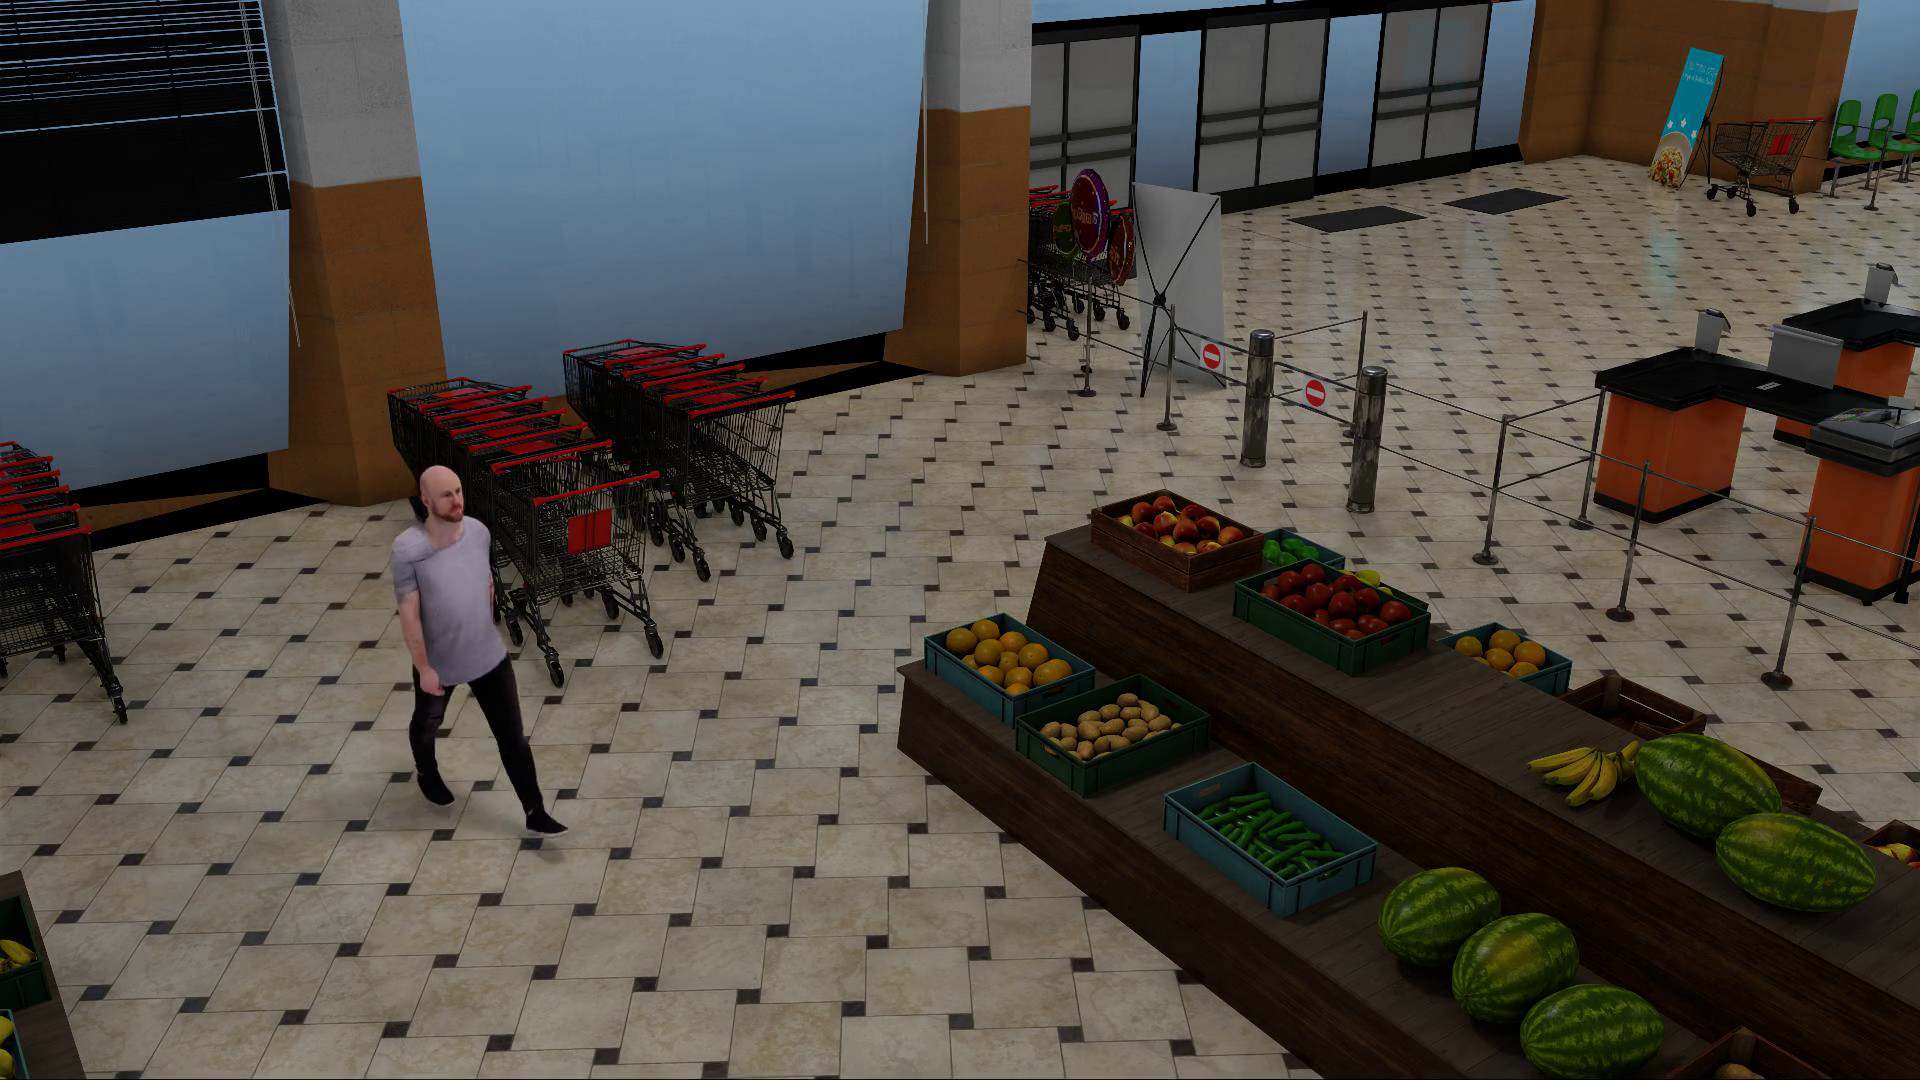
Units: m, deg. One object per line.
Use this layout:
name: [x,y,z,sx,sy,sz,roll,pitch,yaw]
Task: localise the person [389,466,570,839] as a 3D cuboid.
person: [-2.378,0.522,7.679,0.805,1.781,1.275,-21,31,-40]
